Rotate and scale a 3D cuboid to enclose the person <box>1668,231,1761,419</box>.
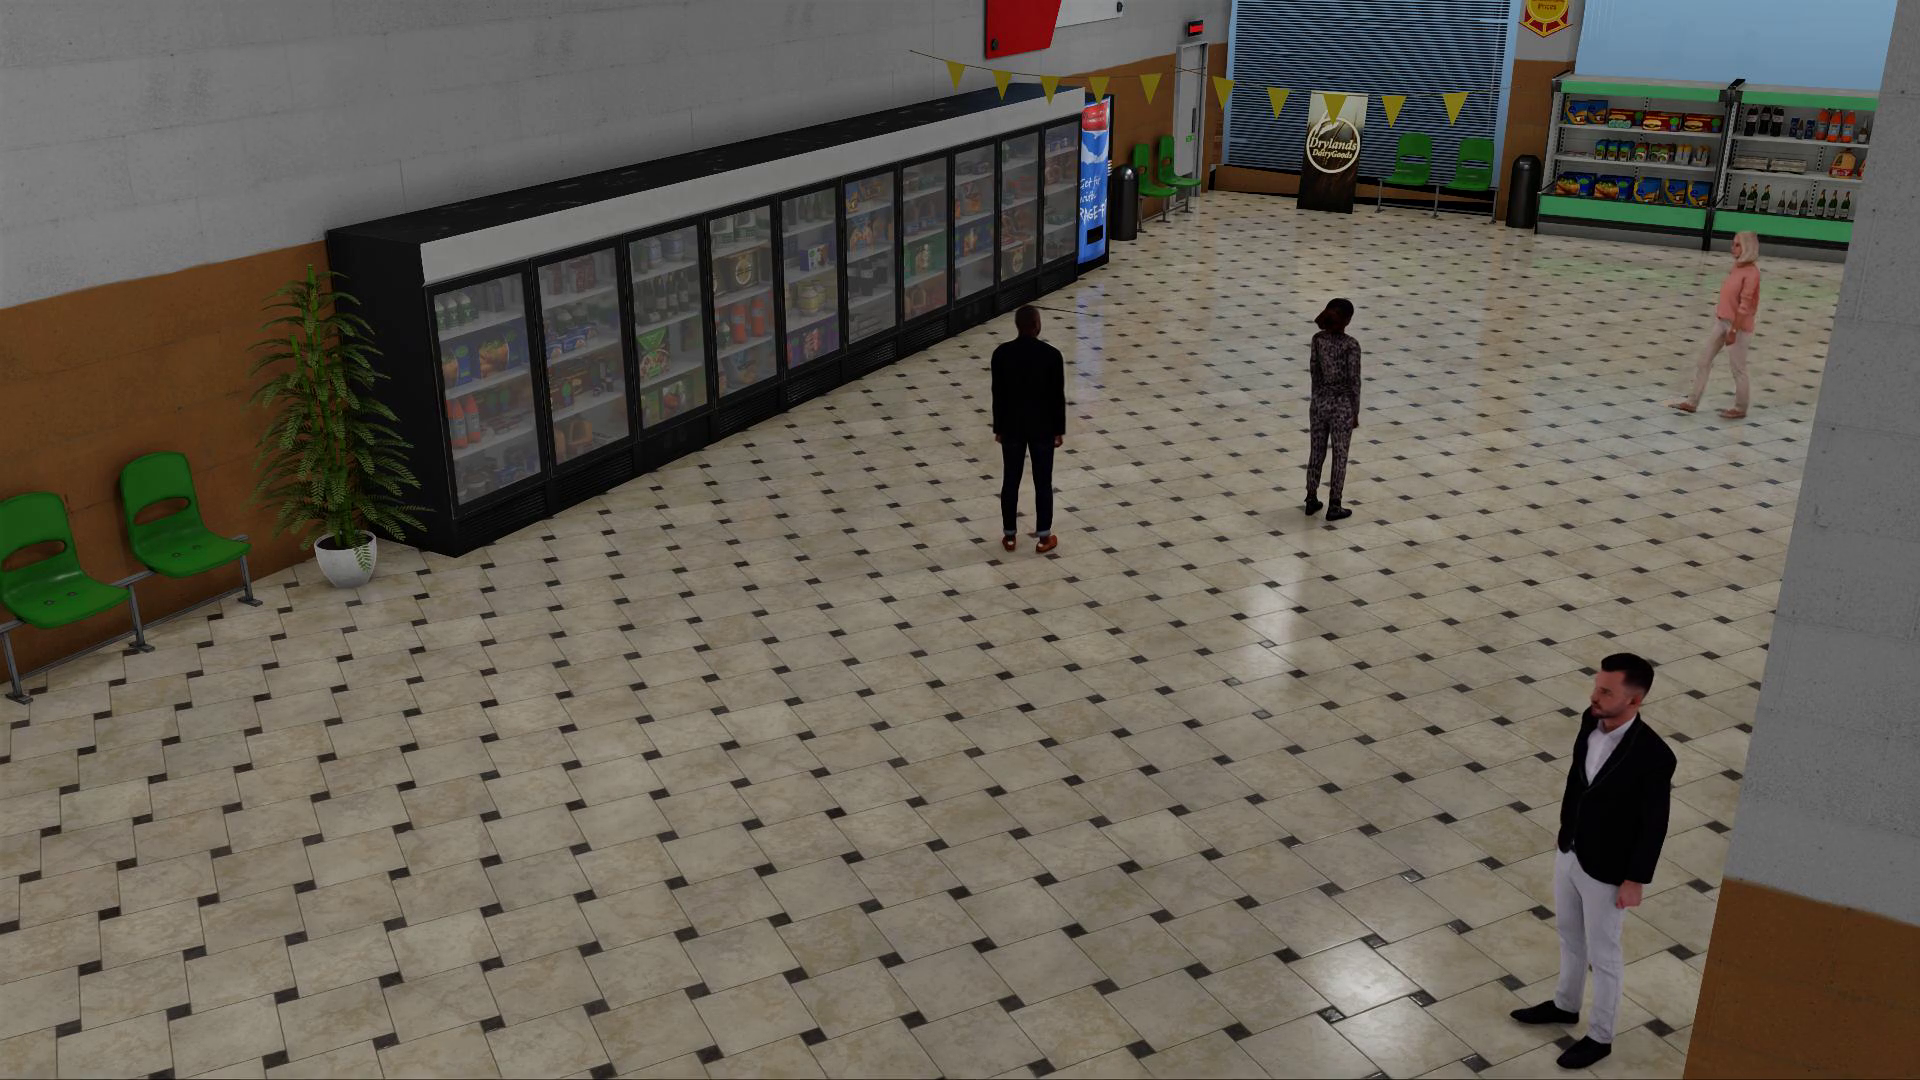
[{"bbox_3d":[7.010,-1.903,14.870,1.015,1.701,0.883,-1,22,-1],"label":"person"}]

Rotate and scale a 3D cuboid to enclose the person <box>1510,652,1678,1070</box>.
[{"bbox_3d":[2.608,1.287,6.744,0.779,1.841,0.718,-6,23,-14],"label":"person"}]

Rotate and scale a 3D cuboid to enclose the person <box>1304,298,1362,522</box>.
[{"bbox_3d":[2.818,-0.995,12.595,0.698,1.713,0.589,-20,29,-40],"label":"person"}]

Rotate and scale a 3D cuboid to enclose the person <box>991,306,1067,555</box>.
[{"bbox_3d":[0.483,-0.786,11.933,0.653,1.818,0.823,5,22,12],"label":"person"}]
